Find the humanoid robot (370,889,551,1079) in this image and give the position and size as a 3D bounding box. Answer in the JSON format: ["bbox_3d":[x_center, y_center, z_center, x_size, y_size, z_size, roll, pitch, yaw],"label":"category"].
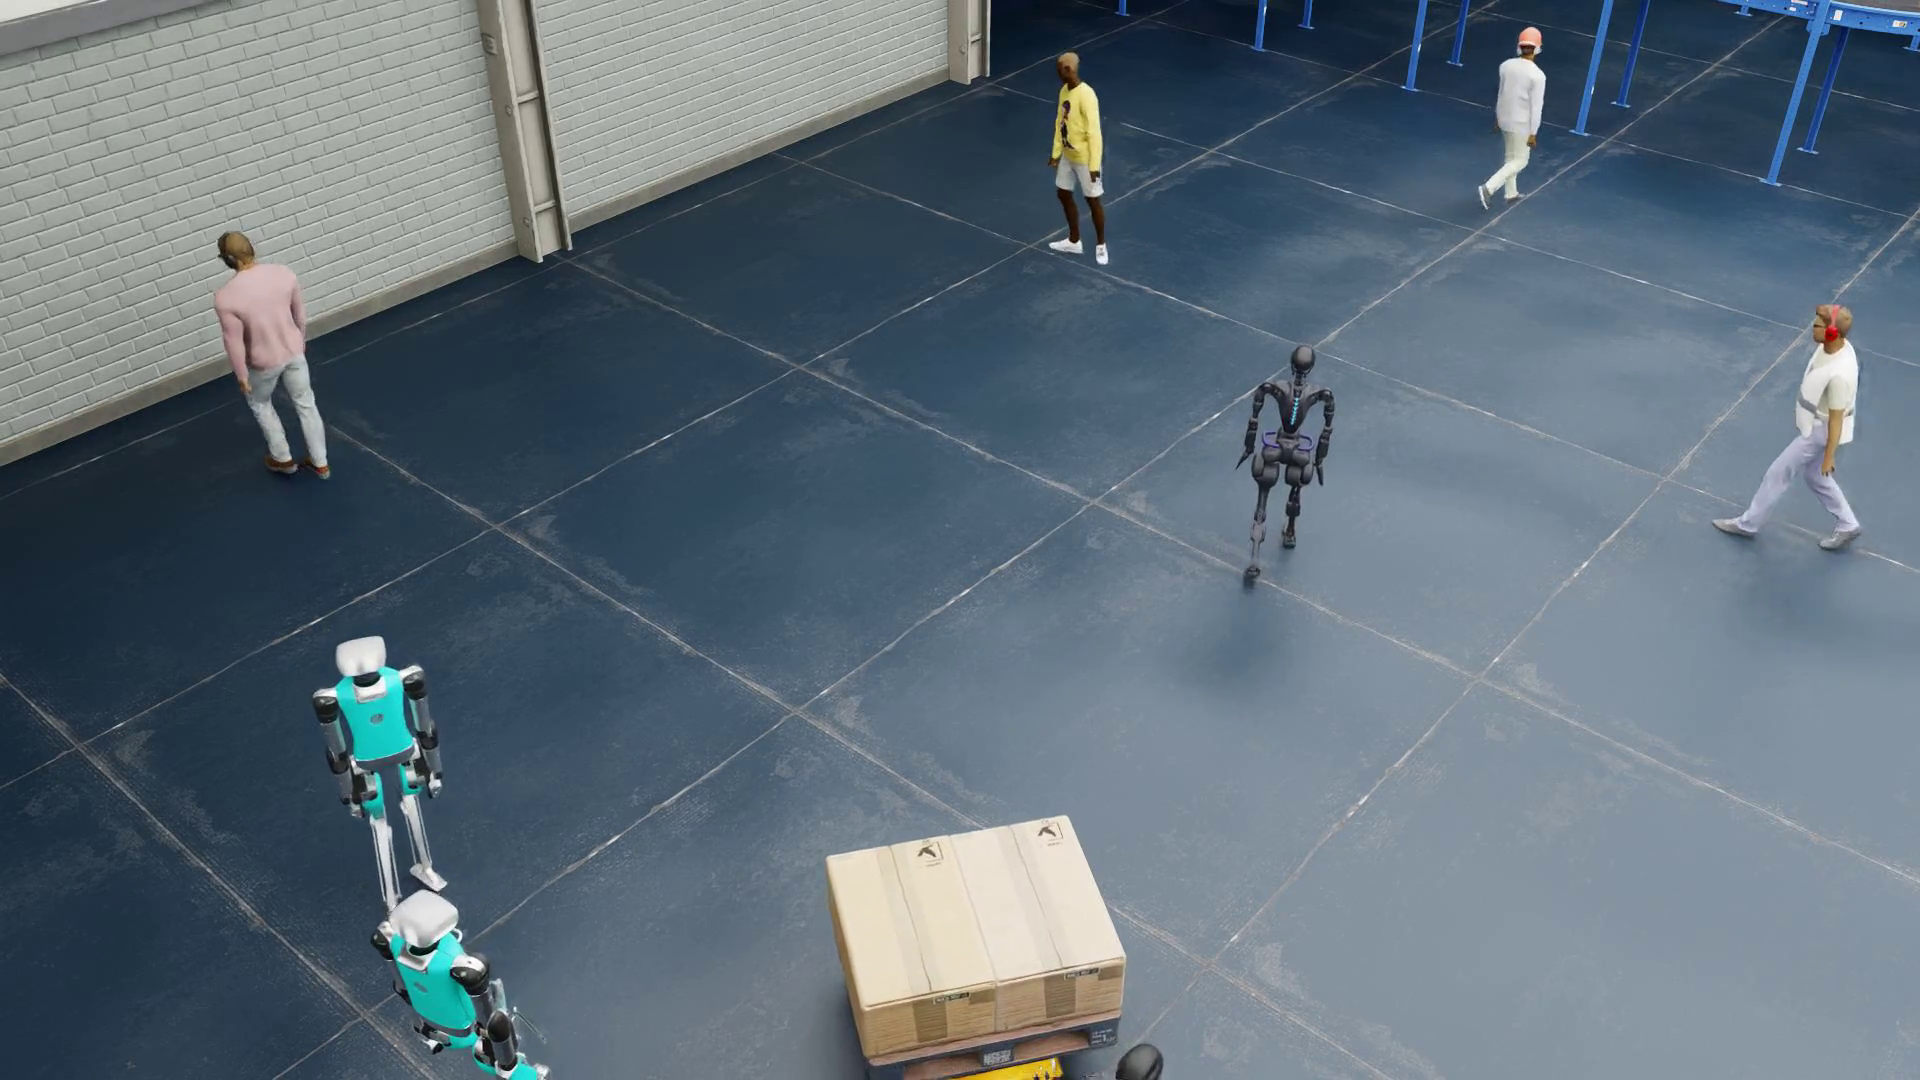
[{"bbox_3d":[-2.037,2.093,7.274,0.537,1.882,0.735,14,38,19],"label":"humanoid robot"}]

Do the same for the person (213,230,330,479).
[{"bbox_3d":[-4.879,-1.293,11.796,0.495,1.916,0.665,27,44,33],"label":"person"}]

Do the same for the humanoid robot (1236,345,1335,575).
[{"bbox_3d":[2.133,-0.540,10.990,0.588,1.637,0.732,5,36,7],"label":"humanoid robot"}]

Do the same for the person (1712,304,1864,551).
[{"bbox_3d":[5.765,-0.718,11.087,0.907,1.792,0.625,15,38,19],"label":"person"}]

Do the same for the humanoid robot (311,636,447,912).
[{"bbox_3d":[-2.941,1.137,8.533,0.532,1.801,0.674,-15,38,-20],"label":"humanoid robot"}]

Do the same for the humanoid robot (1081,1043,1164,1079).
[{"bbox_3d":[0.710,2.543,6.622,0.603,1.628,0.663,19,40,25],"label":"humanoid robot"}]

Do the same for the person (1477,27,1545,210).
[{"bbox_3d":[5.213,-3.949,15.695,0.664,1.715,0.579,-14,38,-19],"label":"person"}]

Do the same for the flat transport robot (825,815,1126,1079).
[{"bbox_3d":[0.061,2.285,8.179,0.659,0.231,1.431,-8,36,-11],"label":"flat transport robot"}]

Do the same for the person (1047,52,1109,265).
[{"bbox_3d":[1.122,-3.383,14.772,0.414,1.862,0.692,-18,39,-24],"label":"person"}]
